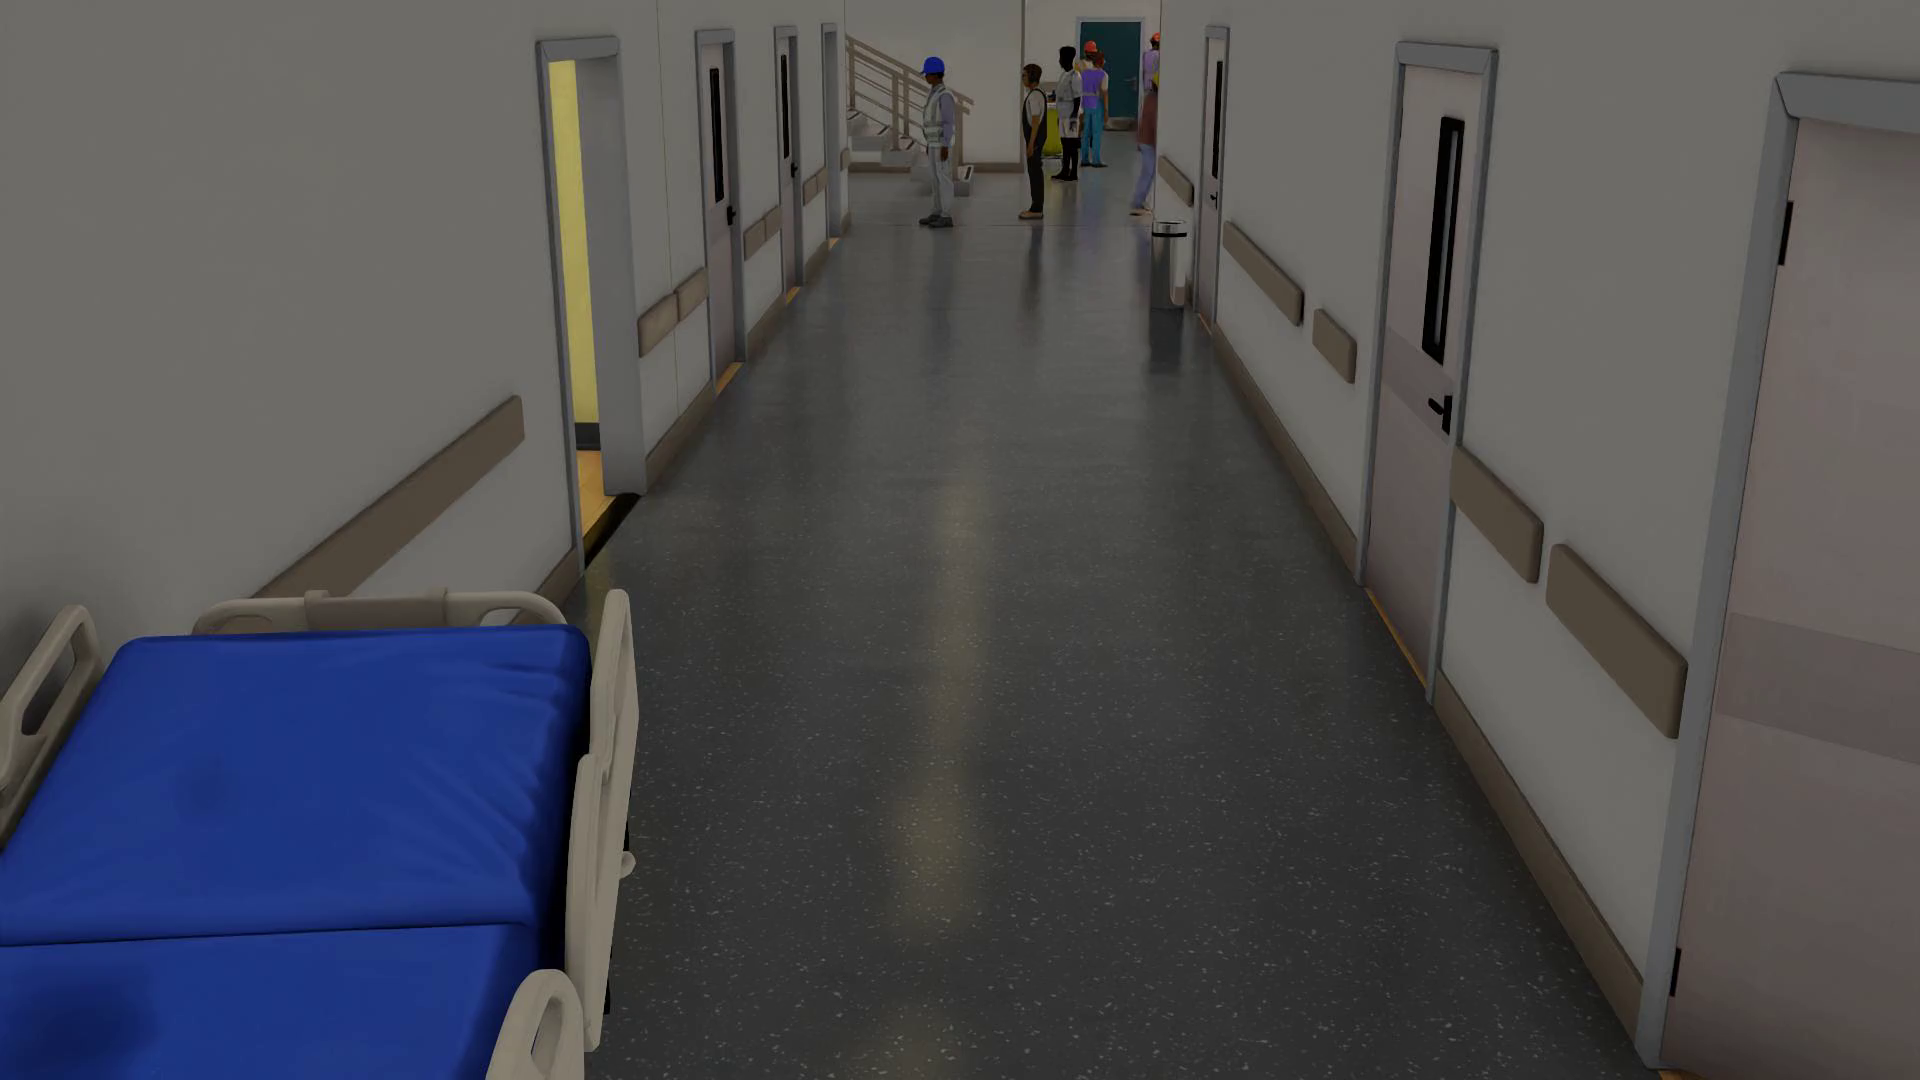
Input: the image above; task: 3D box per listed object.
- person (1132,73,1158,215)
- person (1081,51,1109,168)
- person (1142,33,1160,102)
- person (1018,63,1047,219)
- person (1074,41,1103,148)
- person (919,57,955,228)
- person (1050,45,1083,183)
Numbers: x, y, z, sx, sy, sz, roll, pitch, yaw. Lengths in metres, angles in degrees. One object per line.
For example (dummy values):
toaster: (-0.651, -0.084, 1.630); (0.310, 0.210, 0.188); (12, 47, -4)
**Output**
person: (2.357, -4.880, 20.514); (0.484, 1.734, 0.544); (-3, 18, -8)
person: (2.160, -6.951, 26.871); (0.387, 1.841, 0.583); (-15, 23, -38)
person: (3.948, -9.239, 33.755); (0.408, 2.031, 0.611); (-12, 21, -34)
person: (0.887, -4.826, 20.174); (0.330, 1.844, 0.519); (3, 18, 9)
person: (2.372, -8.205, 30.674); (0.541, 1.928, 0.398); (-5, 18, -14)
person: (-0.257, -4.629, 19.400); (0.402, 1.943, 0.605); (-6, 18, -17)
person: (1.587, -6.279, 24.547); (0.362, 1.965, 0.612); (-6, 19, -18)
